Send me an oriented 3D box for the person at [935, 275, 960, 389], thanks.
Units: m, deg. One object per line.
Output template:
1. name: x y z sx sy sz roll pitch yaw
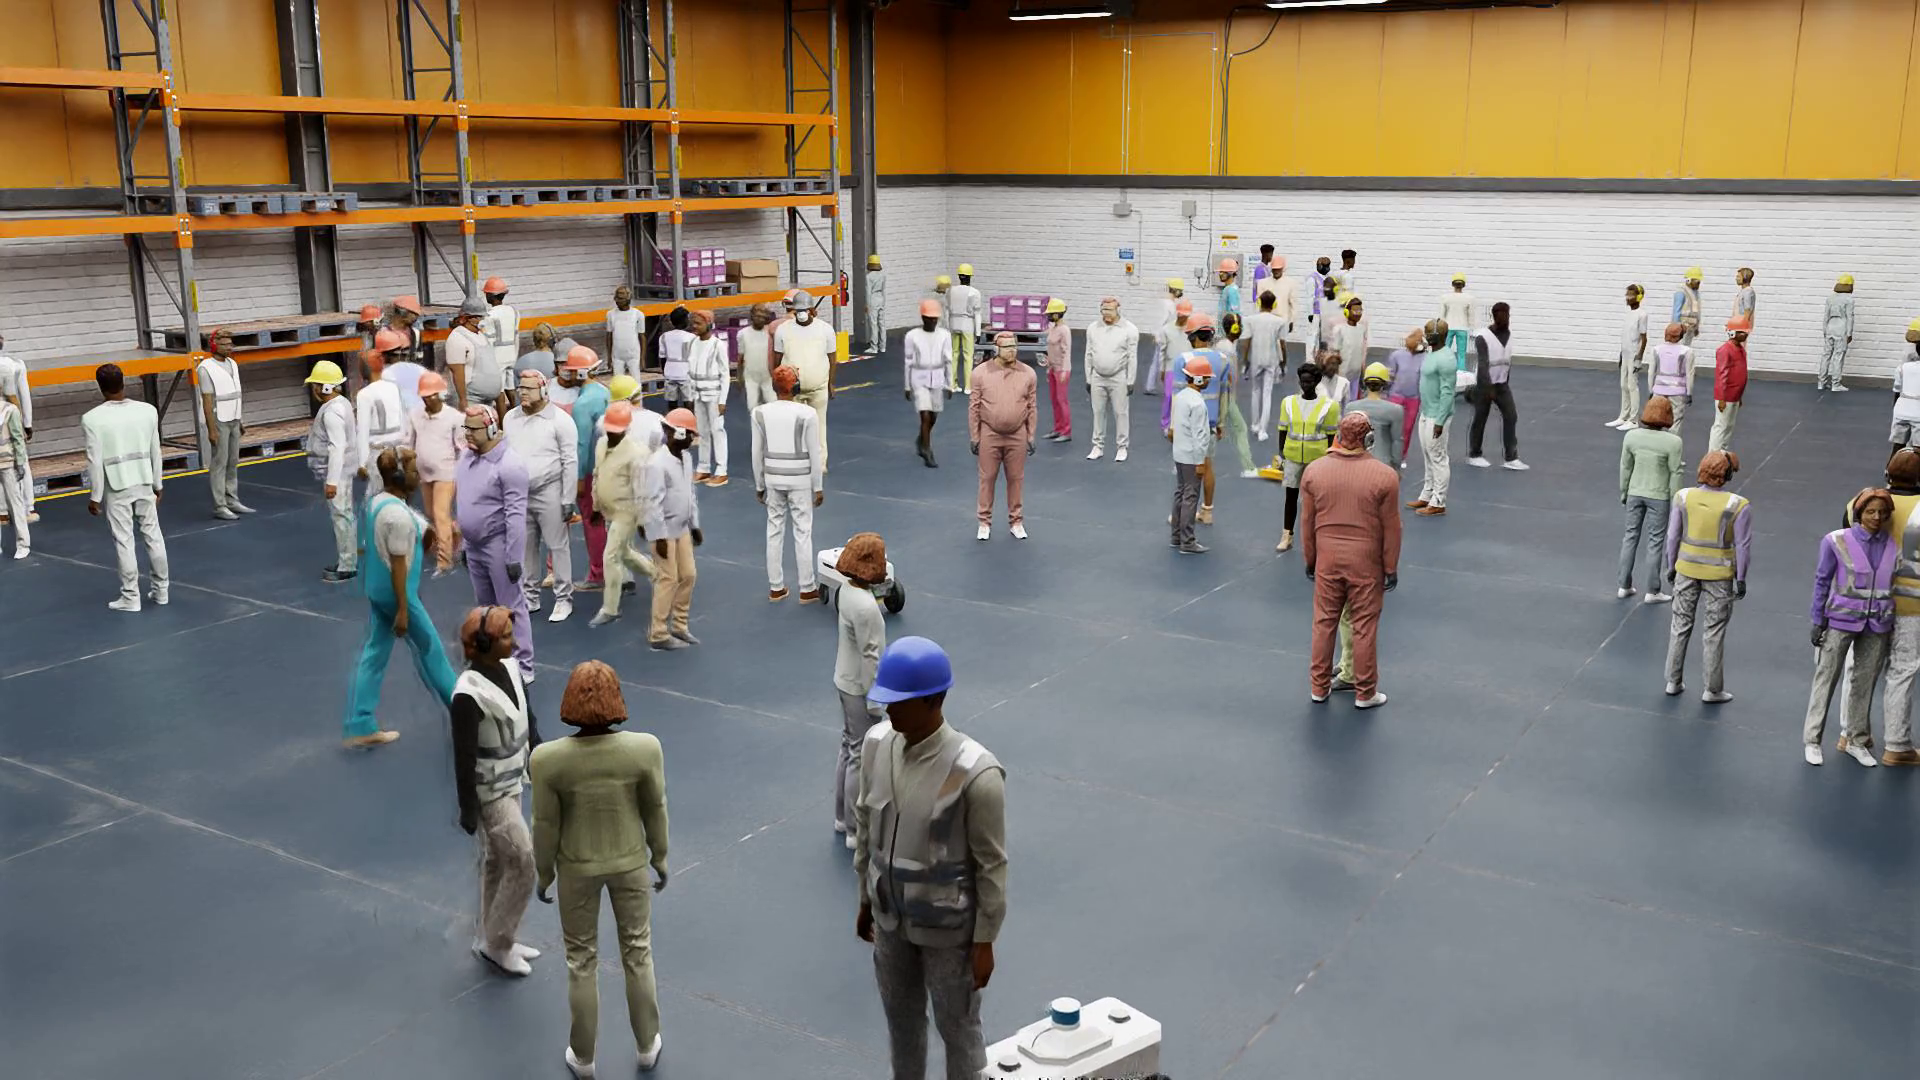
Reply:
1. person: -0.224 -3.122 25.066 0.415 1.706 0.520 -4 14 -19

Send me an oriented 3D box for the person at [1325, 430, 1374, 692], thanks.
1. person: 2.529 0.121 10.910 0.335 1.749 0.576 4 14 16

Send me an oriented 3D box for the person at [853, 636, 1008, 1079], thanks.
1. person: -0.123 1.253 5.575 0.615 1.945 0.404 11 17 39

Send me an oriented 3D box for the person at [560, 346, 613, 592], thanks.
1. person: -2.974 -0.573 13.412 0.406 1.987 0.615 2 13 10

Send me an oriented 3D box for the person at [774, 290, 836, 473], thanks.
1. person: -1.706 -1.735 18.331 0.686 2.000 0.535 0 13 -2

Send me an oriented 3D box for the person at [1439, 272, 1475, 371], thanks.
1. person: 7.506 -3.168 25.166 0.523 1.760 0.336 5 14 19

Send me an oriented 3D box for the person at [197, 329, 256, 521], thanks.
1. person: -7.142 -1.121 16.103 0.374 1.840 0.569 1 13 4

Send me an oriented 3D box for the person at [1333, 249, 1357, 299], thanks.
1. person: 6.430 -3.900 27.918 0.377 1.958 0.606 -2 13 -9

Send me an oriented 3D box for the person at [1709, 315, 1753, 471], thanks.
1. person: 8.543 -1.612 18.428 0.329 1.751 0.571 12 17 41

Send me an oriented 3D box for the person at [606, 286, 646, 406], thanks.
1. person: -4.293 -2.345 21.412 0.506 1.843 0.351 1 13 3

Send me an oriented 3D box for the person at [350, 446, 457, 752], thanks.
1. person: -3.245 0.331 9.880 0.942 1.796 0.541 -10 16 -36

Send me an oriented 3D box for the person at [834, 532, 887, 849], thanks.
1. person: -0.496 0.757 8.438 0.279 1.625 0.493 -3 13 -12

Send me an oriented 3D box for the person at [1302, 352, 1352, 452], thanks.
1. person: 3.610 -1.048 16.329 0.532 1.581 0.862 -4 13 -15

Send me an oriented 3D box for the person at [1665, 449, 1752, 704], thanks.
1. person: 4.789 0.232 10.678 0.310 1.638 0.522 -12 17 -41

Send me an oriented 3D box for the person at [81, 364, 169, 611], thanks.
1. person: -6.419 -0.401 12.824 0.391 1.914 0.587 9 16 33

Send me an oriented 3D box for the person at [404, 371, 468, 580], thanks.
1. person: -4.372 -0.576 14.021 0.560 1.731 0.756 5 14 20

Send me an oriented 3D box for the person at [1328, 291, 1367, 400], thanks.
1. person: 5.176 -2.459 22.147 0.524 1.741 0.716 6 14 24

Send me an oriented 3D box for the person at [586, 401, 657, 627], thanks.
1. person: -2.492 -0.226 12.522 0.740 1.704 0.577 -10 17 -38

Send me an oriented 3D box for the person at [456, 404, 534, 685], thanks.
1. person: -3.082 0.047 10.912 0.651 1.902 0.398 11 17 40

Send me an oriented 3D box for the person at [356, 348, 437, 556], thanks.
1. person: -4.952 -0.740 14.445 0.869 1.854 0.592 2 13 10

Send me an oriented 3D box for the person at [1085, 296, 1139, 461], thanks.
1. person: 1.730 -1.855 19.174 0.640 1.900 0.401 6 14 25

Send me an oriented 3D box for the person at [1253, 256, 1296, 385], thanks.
1. person: 4.819 -3.371 25.600 0.634 1.964 0.845 4 14 19

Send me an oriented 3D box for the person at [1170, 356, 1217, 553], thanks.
1. person: 2.075 -0.757 14.741 0.348 1.745 0.563 -2 13 -9

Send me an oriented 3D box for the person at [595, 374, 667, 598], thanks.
1. person: -2.528 -0.412 13.120 0.681 1.802 0.454 -2 13 -9

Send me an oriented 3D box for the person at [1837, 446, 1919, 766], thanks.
1. person: 5.395 0.376 9.605 0.429 1.847 0.622 -6 14 -26

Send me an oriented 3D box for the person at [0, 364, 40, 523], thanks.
1. person: -9.127 -1.047 15.777 0.504 1.847 0.344 1 13 2

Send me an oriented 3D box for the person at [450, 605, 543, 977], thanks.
1. person: -1.928 1.068 7.097 0.421 1.622 0.516 1 13 3

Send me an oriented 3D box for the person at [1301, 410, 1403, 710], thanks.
1. person: 2.479 0.126 10.547 0.643 1.912 0.410 7 15 29

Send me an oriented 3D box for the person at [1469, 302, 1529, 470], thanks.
1. person: 6.025 -1.703 18.529 0.598 1.879 0.872 -7 15 -27

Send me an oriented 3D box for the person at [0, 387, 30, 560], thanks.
1. person: -8.380 -0.639 14.457 0.523 1.640 0.305 0 13 -2

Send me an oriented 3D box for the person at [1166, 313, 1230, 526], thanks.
1. person: 2.239 -1.129 15.745 0.615 2.028 0.408 -7 15 -27

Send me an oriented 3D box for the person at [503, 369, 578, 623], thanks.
1. person: -3.192 -0.334 12.537 0.651 1.912 0.409 5 14 20

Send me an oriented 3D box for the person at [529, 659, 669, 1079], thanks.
1. person: -1.352 1.246 6.292 0.507 1.633 0.276 -4 14 -18

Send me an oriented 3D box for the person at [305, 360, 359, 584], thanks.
1. person: -5.157 -0.563 13.697 0.404 1.837 0.588 -4 13 -16

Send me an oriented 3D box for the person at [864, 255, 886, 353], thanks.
1. person: -1.530 -4.229 29.800 0.294 1.743 0.492 11 17 39

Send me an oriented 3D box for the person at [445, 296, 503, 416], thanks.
1. person: -5.107 -1.567 17.602 0.535 2.000 0.679 2 13 9

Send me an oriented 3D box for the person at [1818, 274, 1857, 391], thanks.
1. person: 13.191 -3.113 24.964 0.320 1.740 0.492 -5 14 -21

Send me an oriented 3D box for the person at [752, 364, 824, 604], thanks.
1. person: -1.338 -0.430 13.025 0.573 1.880 0.356 4 14 17
